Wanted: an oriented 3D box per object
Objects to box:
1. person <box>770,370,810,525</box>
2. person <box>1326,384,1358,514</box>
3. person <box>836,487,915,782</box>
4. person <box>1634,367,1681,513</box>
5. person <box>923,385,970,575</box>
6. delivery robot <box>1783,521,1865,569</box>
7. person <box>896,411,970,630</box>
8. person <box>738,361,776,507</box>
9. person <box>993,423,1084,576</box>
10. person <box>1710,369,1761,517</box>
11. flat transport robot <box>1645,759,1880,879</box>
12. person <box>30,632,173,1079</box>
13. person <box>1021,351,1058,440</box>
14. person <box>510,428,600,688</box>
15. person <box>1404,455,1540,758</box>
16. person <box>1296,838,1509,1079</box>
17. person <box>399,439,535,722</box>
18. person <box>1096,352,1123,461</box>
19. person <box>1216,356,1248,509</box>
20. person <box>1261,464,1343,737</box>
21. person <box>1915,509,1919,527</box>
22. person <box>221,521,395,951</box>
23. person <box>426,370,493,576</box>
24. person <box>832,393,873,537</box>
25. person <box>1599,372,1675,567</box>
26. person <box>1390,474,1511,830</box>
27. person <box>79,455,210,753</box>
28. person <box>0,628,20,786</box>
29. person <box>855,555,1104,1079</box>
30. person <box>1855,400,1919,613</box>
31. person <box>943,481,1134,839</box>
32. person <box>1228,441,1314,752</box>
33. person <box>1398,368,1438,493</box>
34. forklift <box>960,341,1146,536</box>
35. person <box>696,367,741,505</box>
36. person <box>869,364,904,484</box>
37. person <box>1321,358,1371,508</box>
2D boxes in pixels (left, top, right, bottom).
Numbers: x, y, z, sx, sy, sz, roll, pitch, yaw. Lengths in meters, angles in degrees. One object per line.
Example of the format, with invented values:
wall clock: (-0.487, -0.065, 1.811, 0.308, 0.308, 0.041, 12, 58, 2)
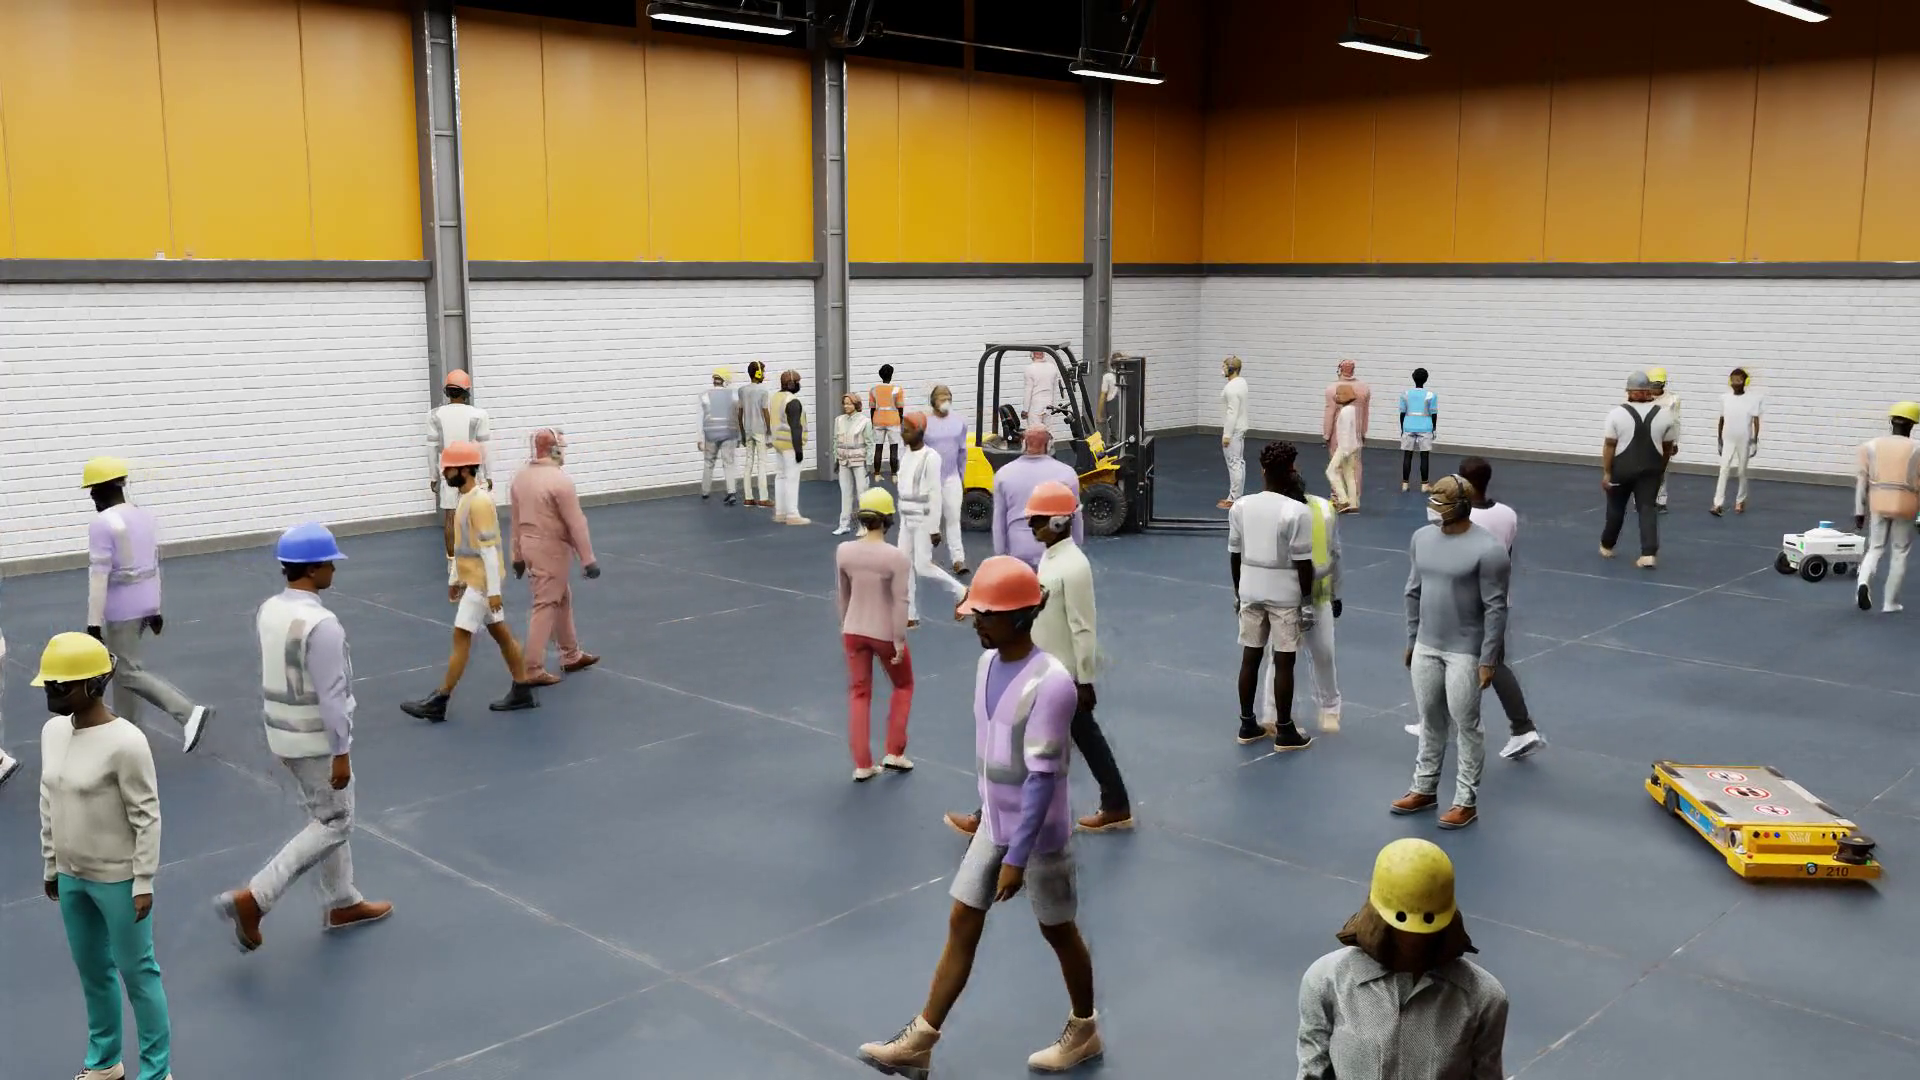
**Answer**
person: (-2.018, -1.101, 19.794, 0.429, 1.838, 0.633, -5, 11, -29)
person: (4.748, -1.112, 20.557, 0.422, 1.614, 0.508, 4, 10, 24)
person: (-0.492, 0.554, 9.915, 0.528, 1.750, 0.524, 4, 10, 23)
person: (8.633, -1.237, 20.685, 0.593, 1.824, 0.403, 2, 9, 12)
person: (-0.200, -0.609, 16.637, 0.651, 1.884, 1.012, -4, 10, -22)
delivery robot: (8.477, 0.060, 16.316, 0.707, 0.478, 0.477, -1, 9, -7)
person: (-0.281, -0.156, 13.939, 0.714, 1.863, 0.584, -5, 11, -29)
person: (-2.594, -1.345, 21.218, 0.517, 1.865, 0.328, 6, 11, 32)
person: (0.591, 0.073, 12.457, 0.664, 1.892, 0.468, 3, 10, 17)
person: (9.544, -1.188, 20.436, 0.516, 1.809, 0.991, 6, 11, 34)
flat transport robot: (4.235, 1.462, 8.872, 0.652, 0.197, 1.431, 1, 9, 3)
person: (-3.087, 1.194, 5.945, 0.533, 1.767, 0.313, 4, 10, 24)
person: (1.177, -2.012, 25.192, 0.639, 1.902, 0.406, -7, 12, -37)
person: (-2.909, 0.116, 12.213, 0.865, 1.873, 0.657, -9, 13, -43)
person: (3.279, 0.411, 10.439, 0.605, 1.881, 0.947, -5, 10, -27)
person: (1.029, 1.536, 3.937, 0.485, 1.739, 0.304, 1, 9, 8)
person: (-3.350, 0.271, 11.215, 0.959, 1.886, 0.568, -4, 10, -22)
person: (2.343, -1.905, 24.852, 0.532, 1.821, 0.859, -5, 10, -27)
person: (3.453, -1.357, 21.057, 0.370, 1.940, 0.627, 4, 10, 21)
person: (2.196, 0.389, 10.798, 0.676, 1.801, 0.435, -3, 10, -17)
person: (11.443, -1.011, 19.326, 0.825, 1.815, 0.571, -7, 12, -37)
person: (-2.931, 0.878, 7.386, 0.739, 1.928, 0.625, -9, 13, -44)
person: (-4.950, -0.666, 16.503, 0.614, 2.041, 0.390, -1, 9, -8)
person: (-1.212, -0.857, 18.898, 0.515, 1.642, 0.314, 6, 11, 31)
person: (6.956, -0.765, 17.113, 0.703, 2.000, 1.040, 1, 9, 6)
person: (2.676, 0.600, 9.066, 0.377, 1.937, 0.629, -6, 11, -33)
person: (-5.079, 0.423, 10.307, 0.773, 1.891, 0.638, 0, 9, 1)
person: (-5.659, 0.677, 9.546, 0.398, 1.625, 0.519, 1, 9, 5)
person: (0.119, 1.057, 6.089, 1.017, 1.995, 0.614, -5, 11, -30)
person: (8.149, -0.271, 14.558, 0.597, 1.895, 0.592, -9, 13, -44)
person: (0.459, 0.648, 8.805, 1.065, 1.931, 0.627, -1, 9, -4)
person: (1.977, 0.350, 10.507, 0.603, 1.966, 0.368, 9, 13, 43)
person: (6.227, -1.490, 22.601, 0.537, 1.700, 0.317, 5, 11, 29)
forklift: (0.977, -1.223, 19.452, 2.313, 2.155, 1.214, 2, 9, 11)
person: (-3.099, -1.337, 21.442, 0.601, 1.775, 0.737, -1, 9, -6)
person: (-1.035, -1.635, 23.521, 0.531, 1.694, 0.320, 3, 10, 19)
person: (4.861, -1.344, 21.073, 0.639, 1.911, 0.406, -3, 10, -20)
